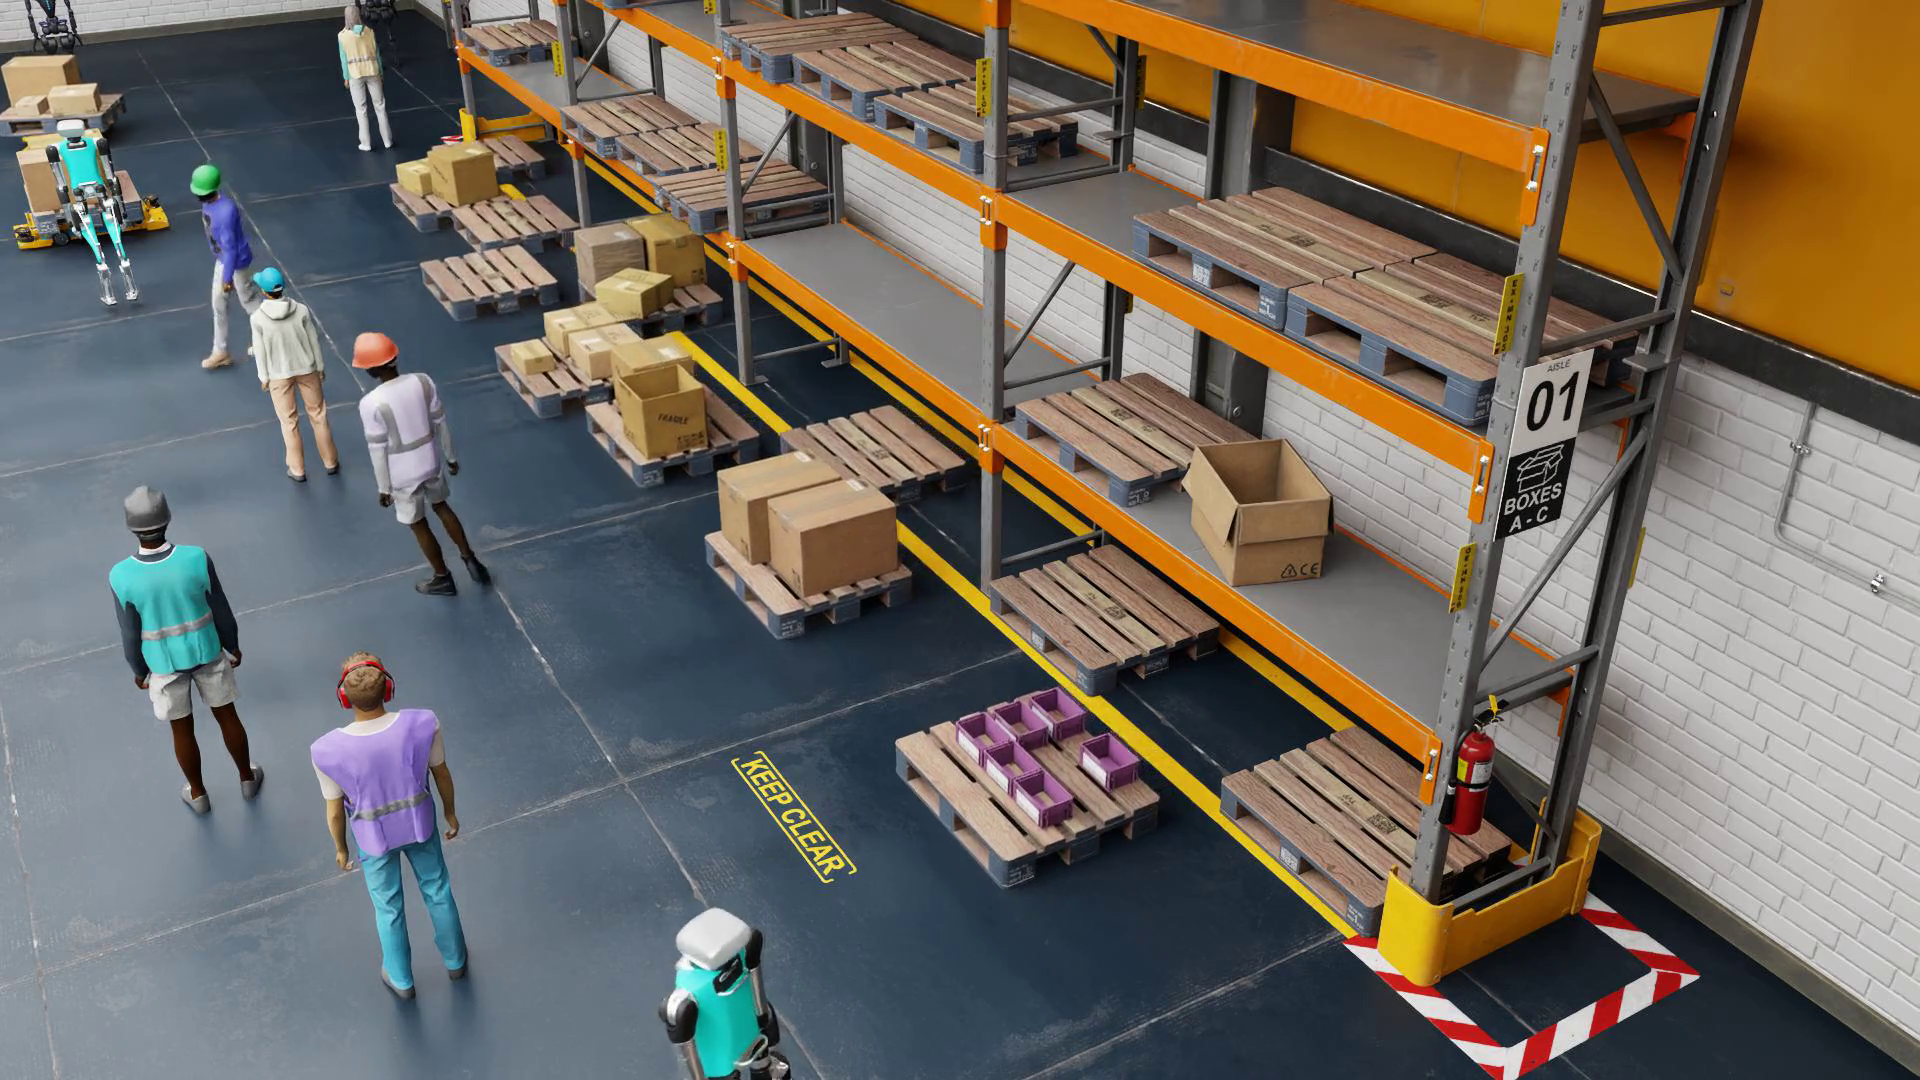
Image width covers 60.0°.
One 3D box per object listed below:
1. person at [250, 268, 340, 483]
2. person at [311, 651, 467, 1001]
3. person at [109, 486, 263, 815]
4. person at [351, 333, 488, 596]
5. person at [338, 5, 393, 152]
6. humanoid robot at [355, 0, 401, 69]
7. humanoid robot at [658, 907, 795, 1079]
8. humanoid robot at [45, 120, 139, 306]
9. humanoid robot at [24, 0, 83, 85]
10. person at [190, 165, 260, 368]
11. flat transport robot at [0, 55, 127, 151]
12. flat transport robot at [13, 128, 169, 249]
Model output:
[{"bbox_3d":[-4.960,-1.225,12.365,0.475,1.676,0.358,-16,33,-27],"label":"person"},{"bbox_3d":[-2.595,1.341,7.663,0.569,1.845,0.383,-16,33,-27],"label":"person"},{"bbox_3d":[-4.126,0.609,8.862,0.565,1.939,0.410,-16,33,-27],"label":"person"},{"bbox_3d":[-3.529,-0.466,10.800,0.514,1.907,0.618,18,34,28],"label":"person"},{"bbox_3d":[-7.123,-5.515,19.905,0.473,1.709,0.362,-16,33,-27],"label":"person"},{"bbox_3d":[-8.230,-7.507,23.439,0.599,1.659,0.315,-16,33,-26],"label":"humanoid robot"},{"bbox_3d":[-0.654,2.221,6.241,0.816,1.798,0.565,14,32,23],"label":"humanoid robot"},{"bbox_3d":[-7.889,-2.948,15.210,0.533,1.677,0.735,-16,33,-26],"label":"humanoid robot"},{"bbox_3d":[-11.987,-6.704,22.025,0.599,1.657,0.315,-16,33,-26],"label":"humanoid robot"},{"bbox_3d":[-6.294,-2.337,14.189,0.543,1.811,0.822,22,36,34],"label":"person"},{"bbox_3d":[-10.999,-5.022,20.499,0.659,0.231,1.431,-4,30,-8],"label":"flat transport robot"},{"bbox_3d":[-9.181,-3.358,17.560,1.431,0.231,0.659,-16,33,-26],"label":"flat transport robot"}]
